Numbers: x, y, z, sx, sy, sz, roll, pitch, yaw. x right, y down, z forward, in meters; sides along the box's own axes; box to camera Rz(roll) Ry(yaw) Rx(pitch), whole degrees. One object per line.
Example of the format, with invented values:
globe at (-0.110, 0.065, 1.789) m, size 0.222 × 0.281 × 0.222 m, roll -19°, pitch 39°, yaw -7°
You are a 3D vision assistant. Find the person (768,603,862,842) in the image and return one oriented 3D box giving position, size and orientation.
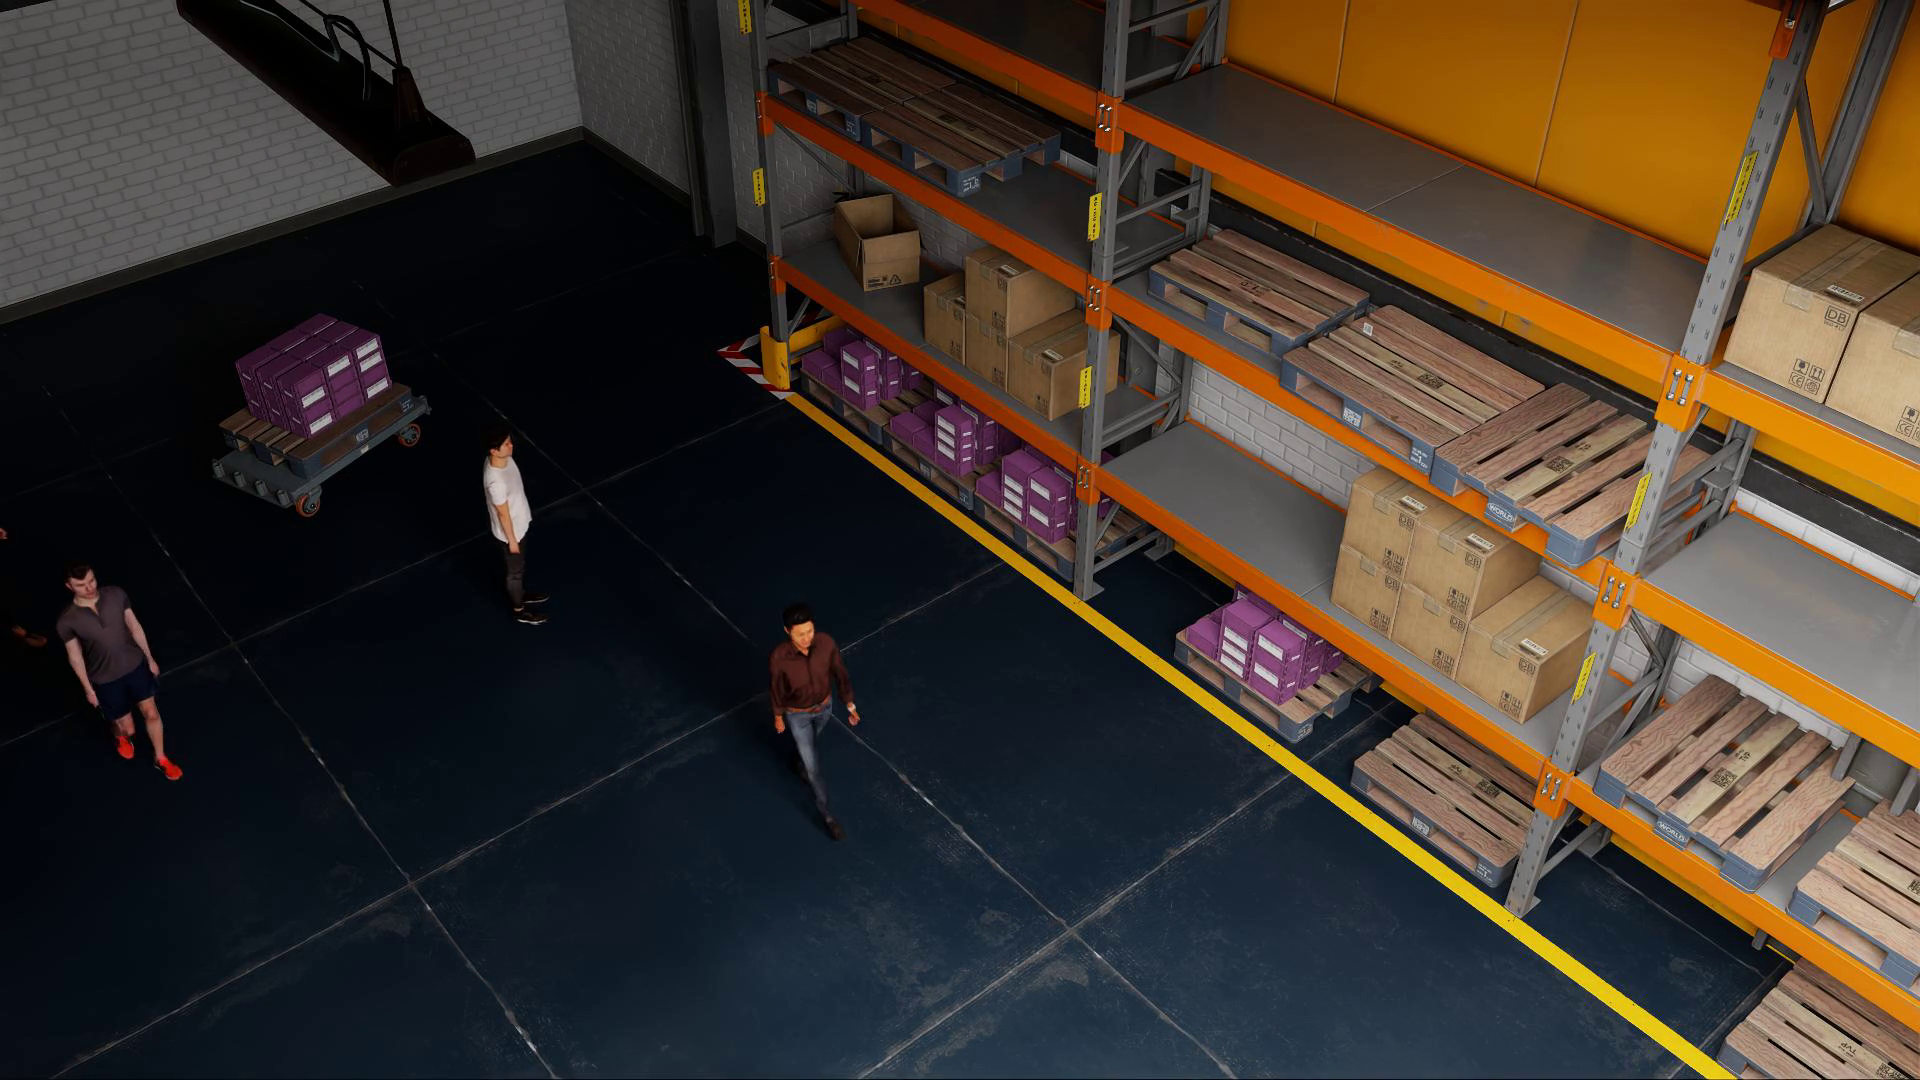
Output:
person at (-1.016, 1.048, 10.778) m, size 0.784 × 1.726 × 1.163 m, roll -21°, pitch 43°, yaw -24°

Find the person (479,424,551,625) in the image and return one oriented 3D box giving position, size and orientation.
person at (-3.324, -0.138, 12.268) m, size 0.758 × 1.719 × 0.637 m, roll -7°, pitch 39°, yaw -9°

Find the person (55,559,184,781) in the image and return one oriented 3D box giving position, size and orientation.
person at (-5.587, 0.823, 10.970) m, size 0.881 × 1.839 × 0.730 m, roll 27°, pitch 46°, yaw 30°
